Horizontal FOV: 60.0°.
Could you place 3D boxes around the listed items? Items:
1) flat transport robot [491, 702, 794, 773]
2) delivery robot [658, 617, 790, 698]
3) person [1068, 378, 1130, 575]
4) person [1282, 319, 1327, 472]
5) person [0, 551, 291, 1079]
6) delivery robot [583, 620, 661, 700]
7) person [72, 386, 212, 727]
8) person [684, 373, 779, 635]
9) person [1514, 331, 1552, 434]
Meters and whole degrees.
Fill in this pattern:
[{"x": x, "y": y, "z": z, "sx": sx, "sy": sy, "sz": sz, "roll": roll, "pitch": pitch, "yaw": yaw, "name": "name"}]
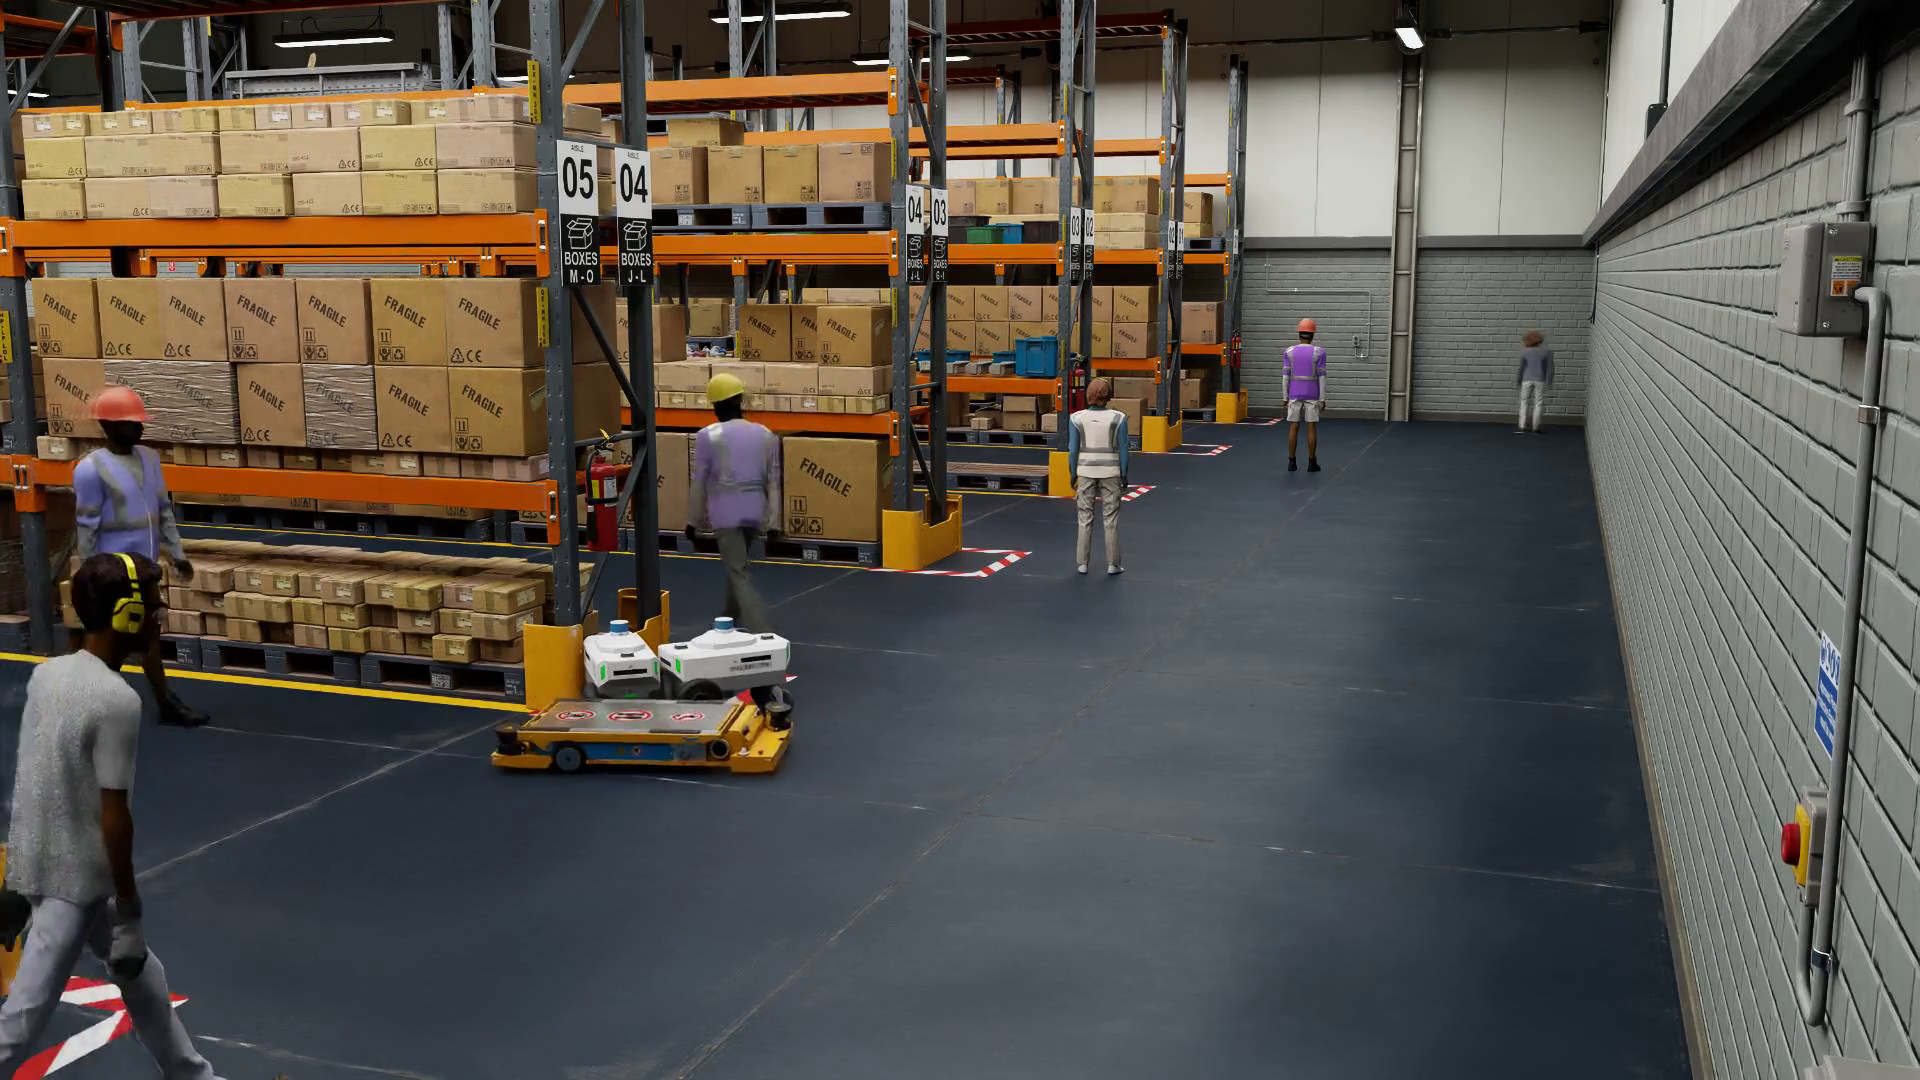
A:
[{"x": -1.617, "y": 1.000, "z": 8.589, "sx": 1.431, "sy": 0.197, "sz": 0.652, "roll": 1, "pitch": 9, "yaw": 4, "name": "flat transport robot"}, {"x": -1.328, "y": 0.680, "z": 9.409, "sx": 0.707, "sy": 0.478, "sz": 0.477, "roll": -5, "pitch": 10, "yaw": -29, "name": "delivery robot"}, {"x": 1.153, "y": -0.518, "z": 13.804, "sx": 0.511, "sy": 1.640, "sz": 0.308, "roll": 2, "pitch": 9, "yaw": 13, "name": "person"}, {"x": 4.365, "y": -1.828, "z": 21.058, "sx": 0.553, "sy": 1.933, "sz": 0.368, "roll": 4, "pitch": 10, "yaw": 22, "name": "person"}, {"x": -2.378, "y": 0.927, "z": 4.426, "sx": 0.538, "sy": 1.771, "sz": 1.147, "roll": 8, "pitch": 12, "yaw": 42, "name": "person"}, {"x": -1.905, "y": 0.692, "z": 9.332, "sx": 0.477, "sy": 0.478, "sz": 0.707, "roll": -3, "pitch": 10, "yaw": -20, "name": "delivery robot"}, {"x": -4.663, "y": 0.092, "z": 9.216, "sx": 0.948, "sy": 1.907, "sz": 0.562, "roll": 2, "pitch": 9, "yaw": 12, "name": "person"}, {"x": -1.447, "y": -0.156, "z": 10.871, "sx": 0.576, "sy": 1.869, "sz": 0.971, "roll": -9, "pitch": 13, "yaw": -44, "name": "person"}, {"x": 8.924, "y": -2.440, "z": 25.887, "sx": 0.552, "sy": 1.619, "sz": 0.347, "roll": 2, "pitch": 9, "yaw": 15, "name": "person"}]
